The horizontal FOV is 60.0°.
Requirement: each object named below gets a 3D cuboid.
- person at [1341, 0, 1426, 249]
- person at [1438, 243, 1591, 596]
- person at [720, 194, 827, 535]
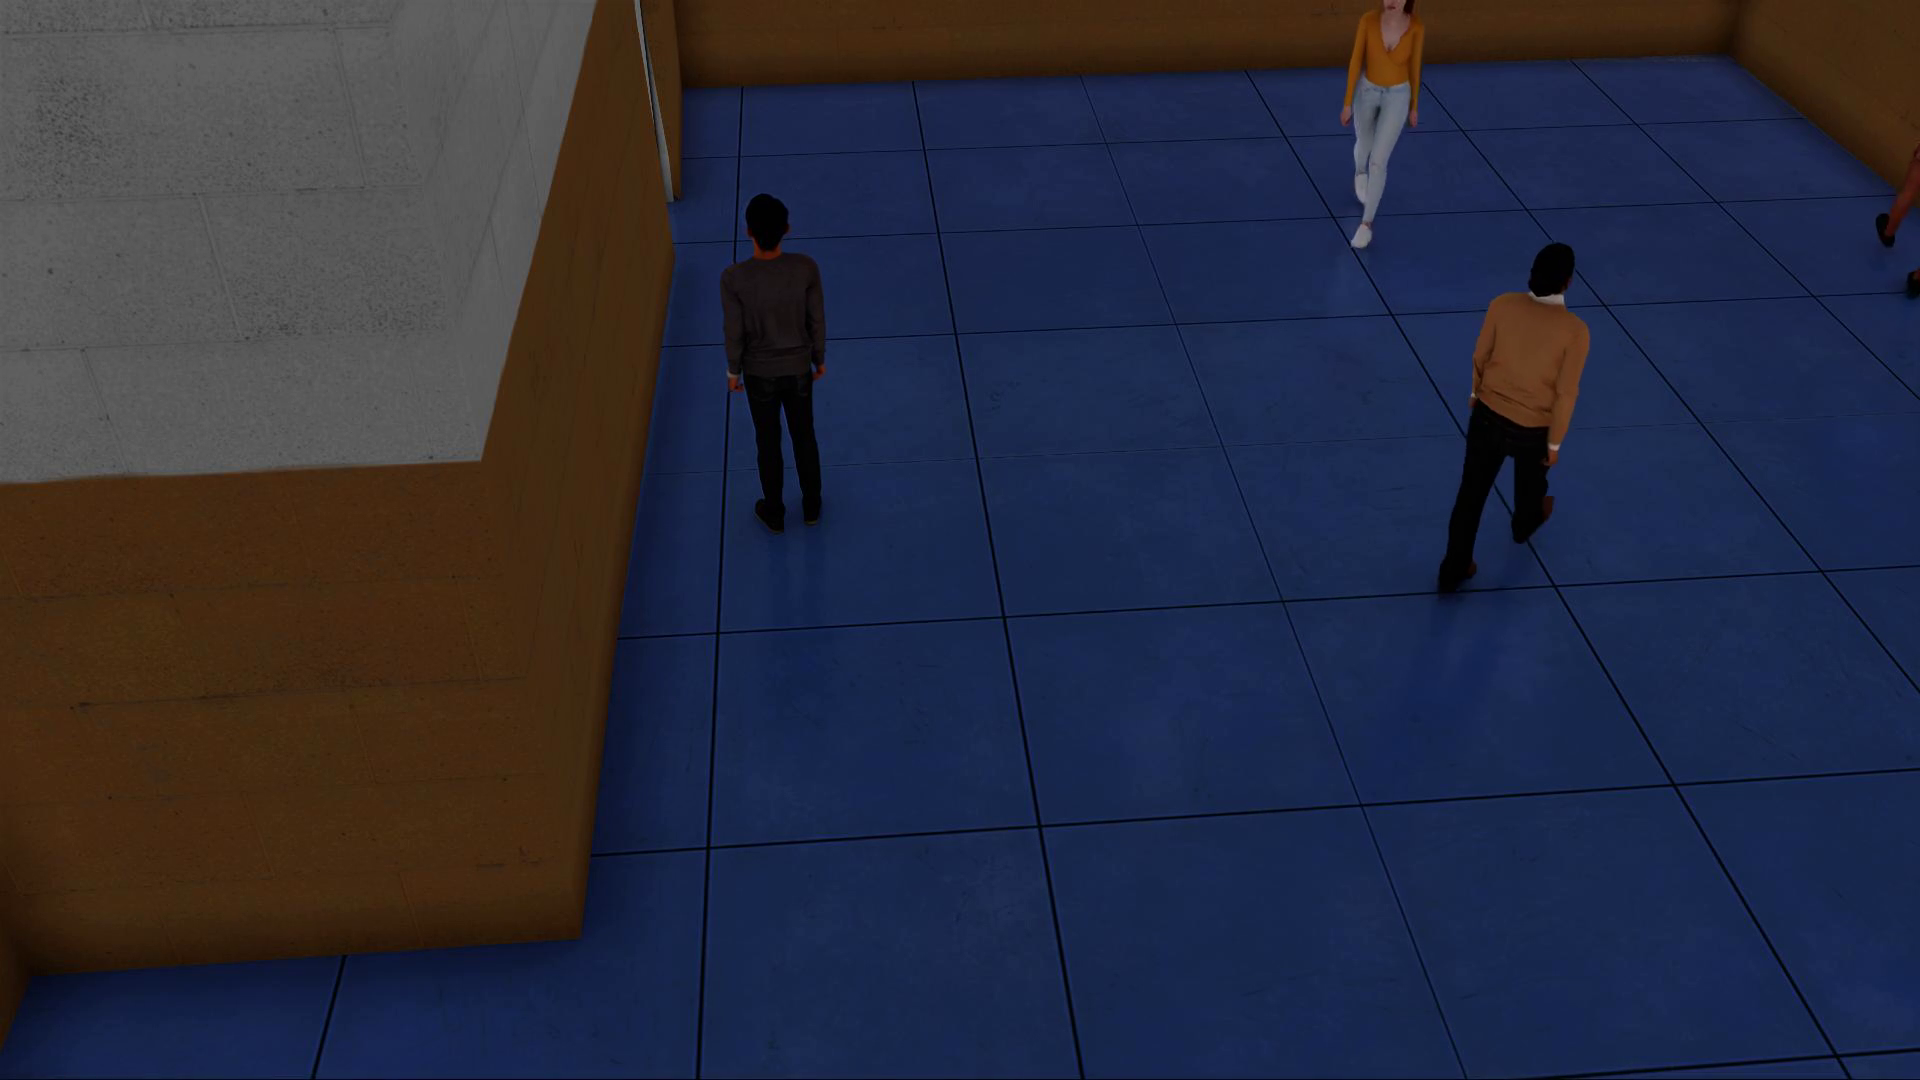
[{"bbox_3d":[2.679,-2.806,10.591,1.230,1.710,1.013,9,38,11],"label":"person"},{"bbox_3d":[2.454,-0.485,7.494,1.138,1.709,1.199,26,44,30],"label":"person"},{"bbox_3d":[-0.865,-0.812,7.885,0.553,1.769,0.748,-30,46,-33],"label":"person"}]
